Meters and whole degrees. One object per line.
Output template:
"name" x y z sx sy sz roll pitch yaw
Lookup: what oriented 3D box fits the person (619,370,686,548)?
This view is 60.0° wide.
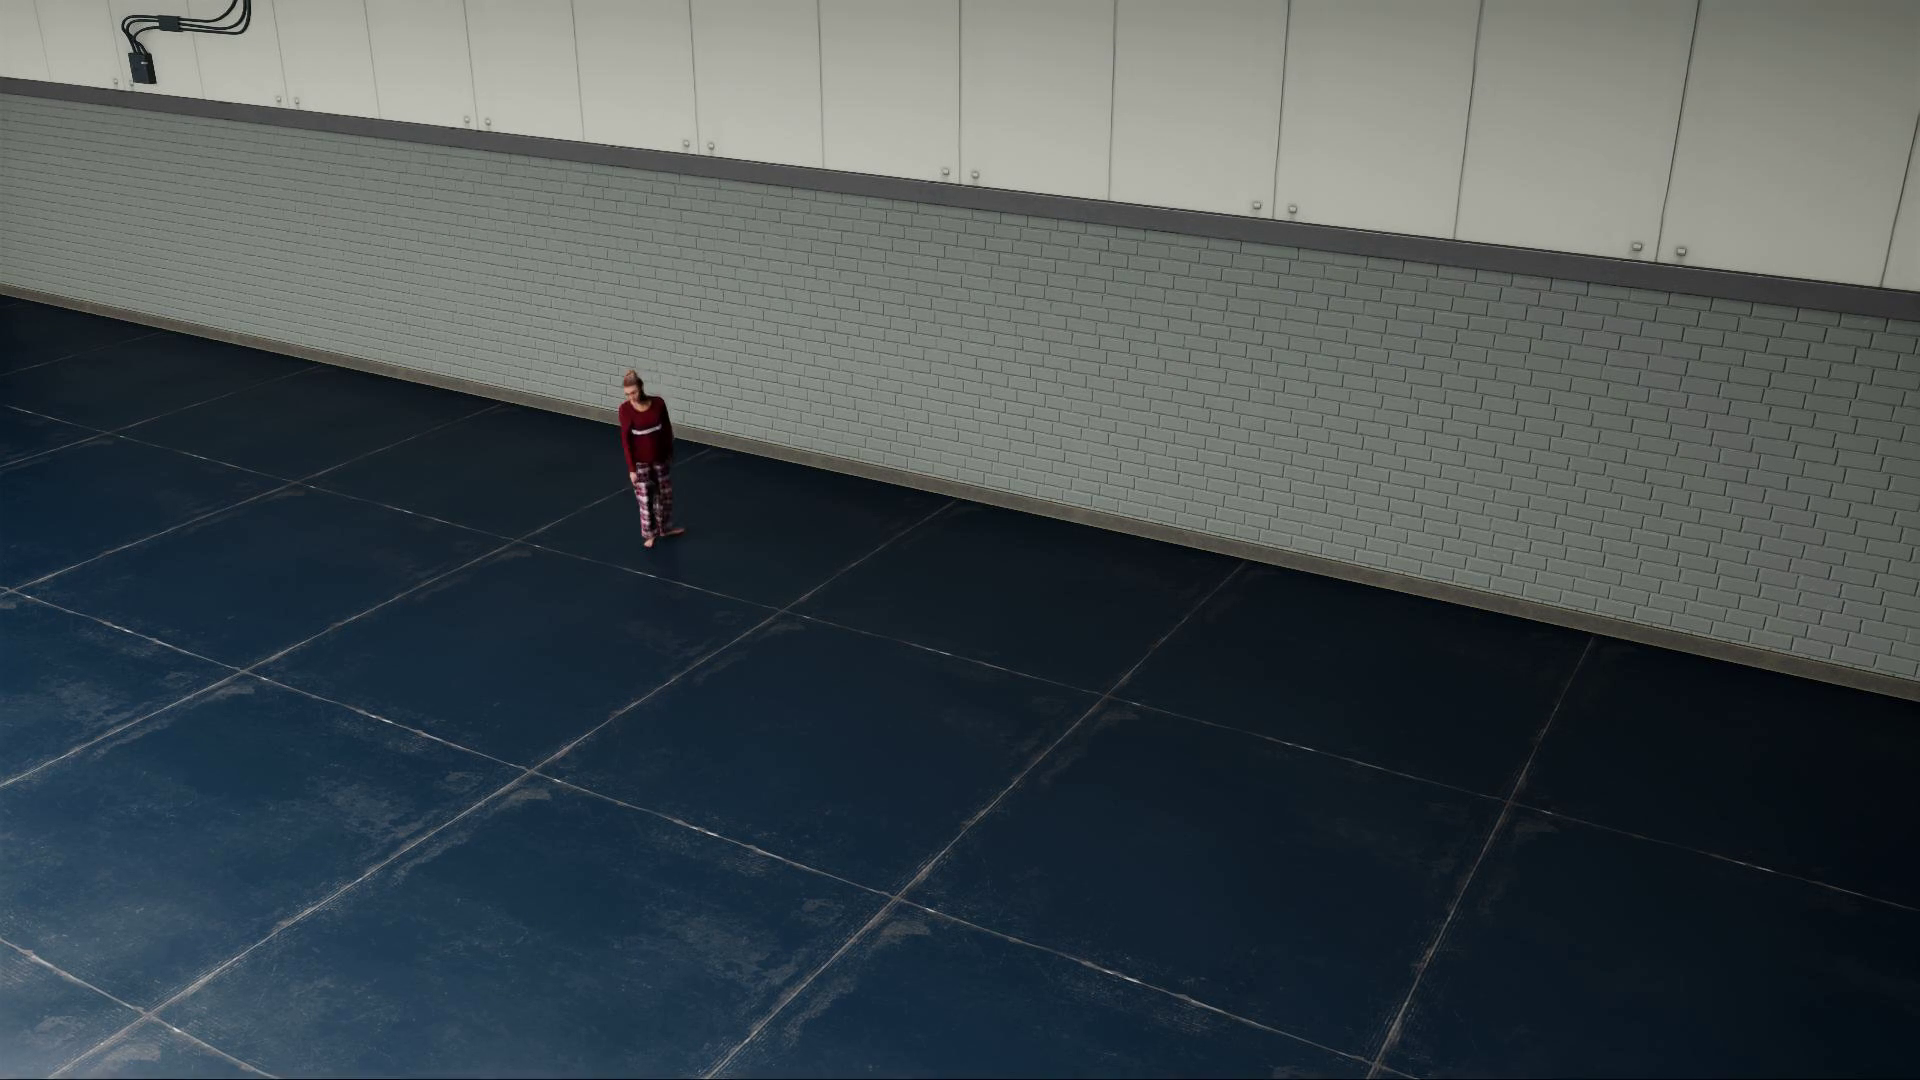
"person" -2.773 -0.746 14.960 0.871 1.684 0.670 19 29 37
